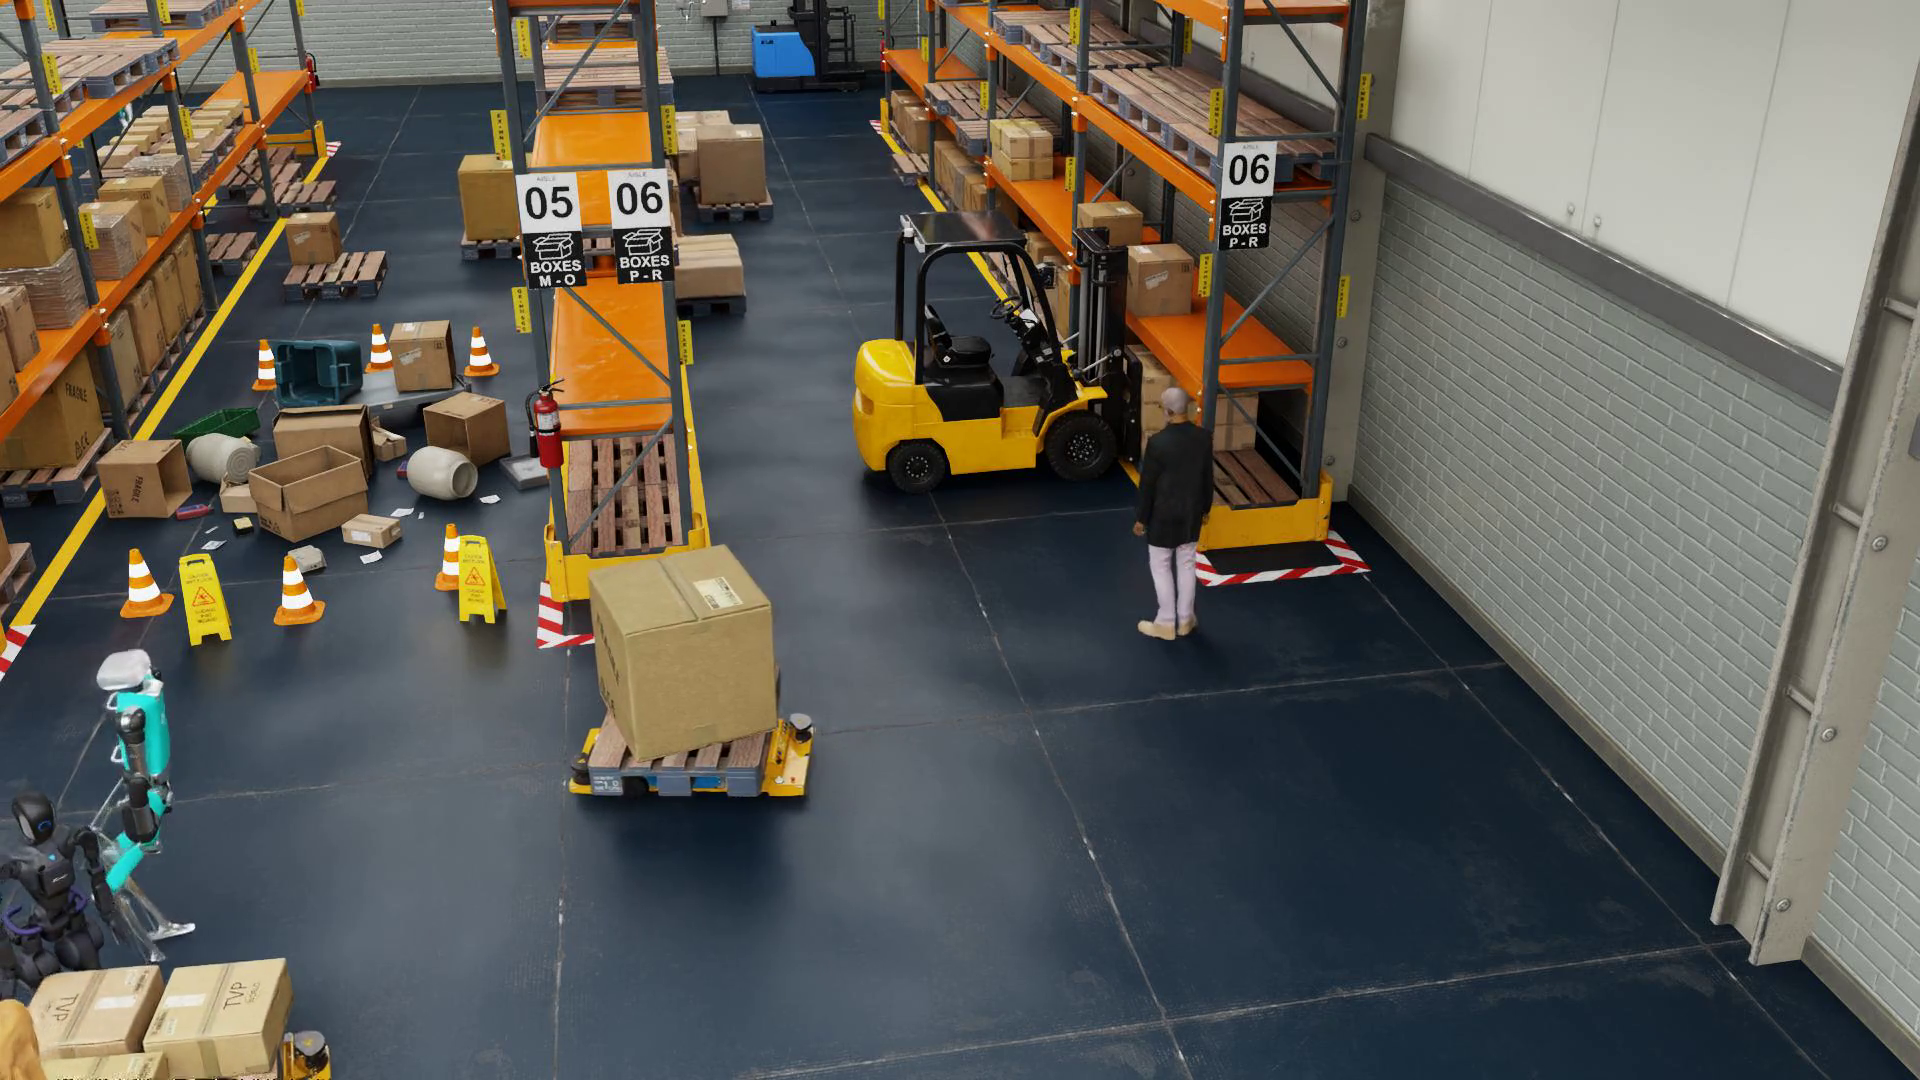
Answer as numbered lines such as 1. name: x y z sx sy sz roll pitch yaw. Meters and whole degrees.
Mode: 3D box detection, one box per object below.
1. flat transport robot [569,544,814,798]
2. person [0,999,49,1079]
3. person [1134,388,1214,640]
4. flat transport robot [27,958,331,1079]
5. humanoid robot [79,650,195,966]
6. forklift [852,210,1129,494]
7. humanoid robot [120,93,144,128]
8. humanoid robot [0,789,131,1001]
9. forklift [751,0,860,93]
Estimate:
1. flat transport robot: -1.654 1.335 10.350 1.431 0.231 0.659 0 26 1
2. person: -3.742 2.353 6.560 0.384 1.709 0.488 1 26 2
3. person: 1.517 -0.181 11.700 0.592 1.839 0.391 -13 29 -26
4. flat transport robot: -3.612 2.681 7.546 1.431 0.231 0.659 -10 27 -19
5. humanoid robot: -4.307 1.399 8.519 0.675 1.795 0.549 -6 26 -12
6. forklift: 0.216 -1.659 14.366 2.313 2.155 1.214 -5 26 -10
7. humanoid robot: -13.210 -7.118 26.243 0.545 1.743 0.981 -22 33 -38
8. humanoid robot: -4.196 1.851 7.698 0.769 1.620 0.610 15 30 29
9. forklift: -2.872 -9.679 30.288 1.873 2.768 1.129 -5 26 -10
